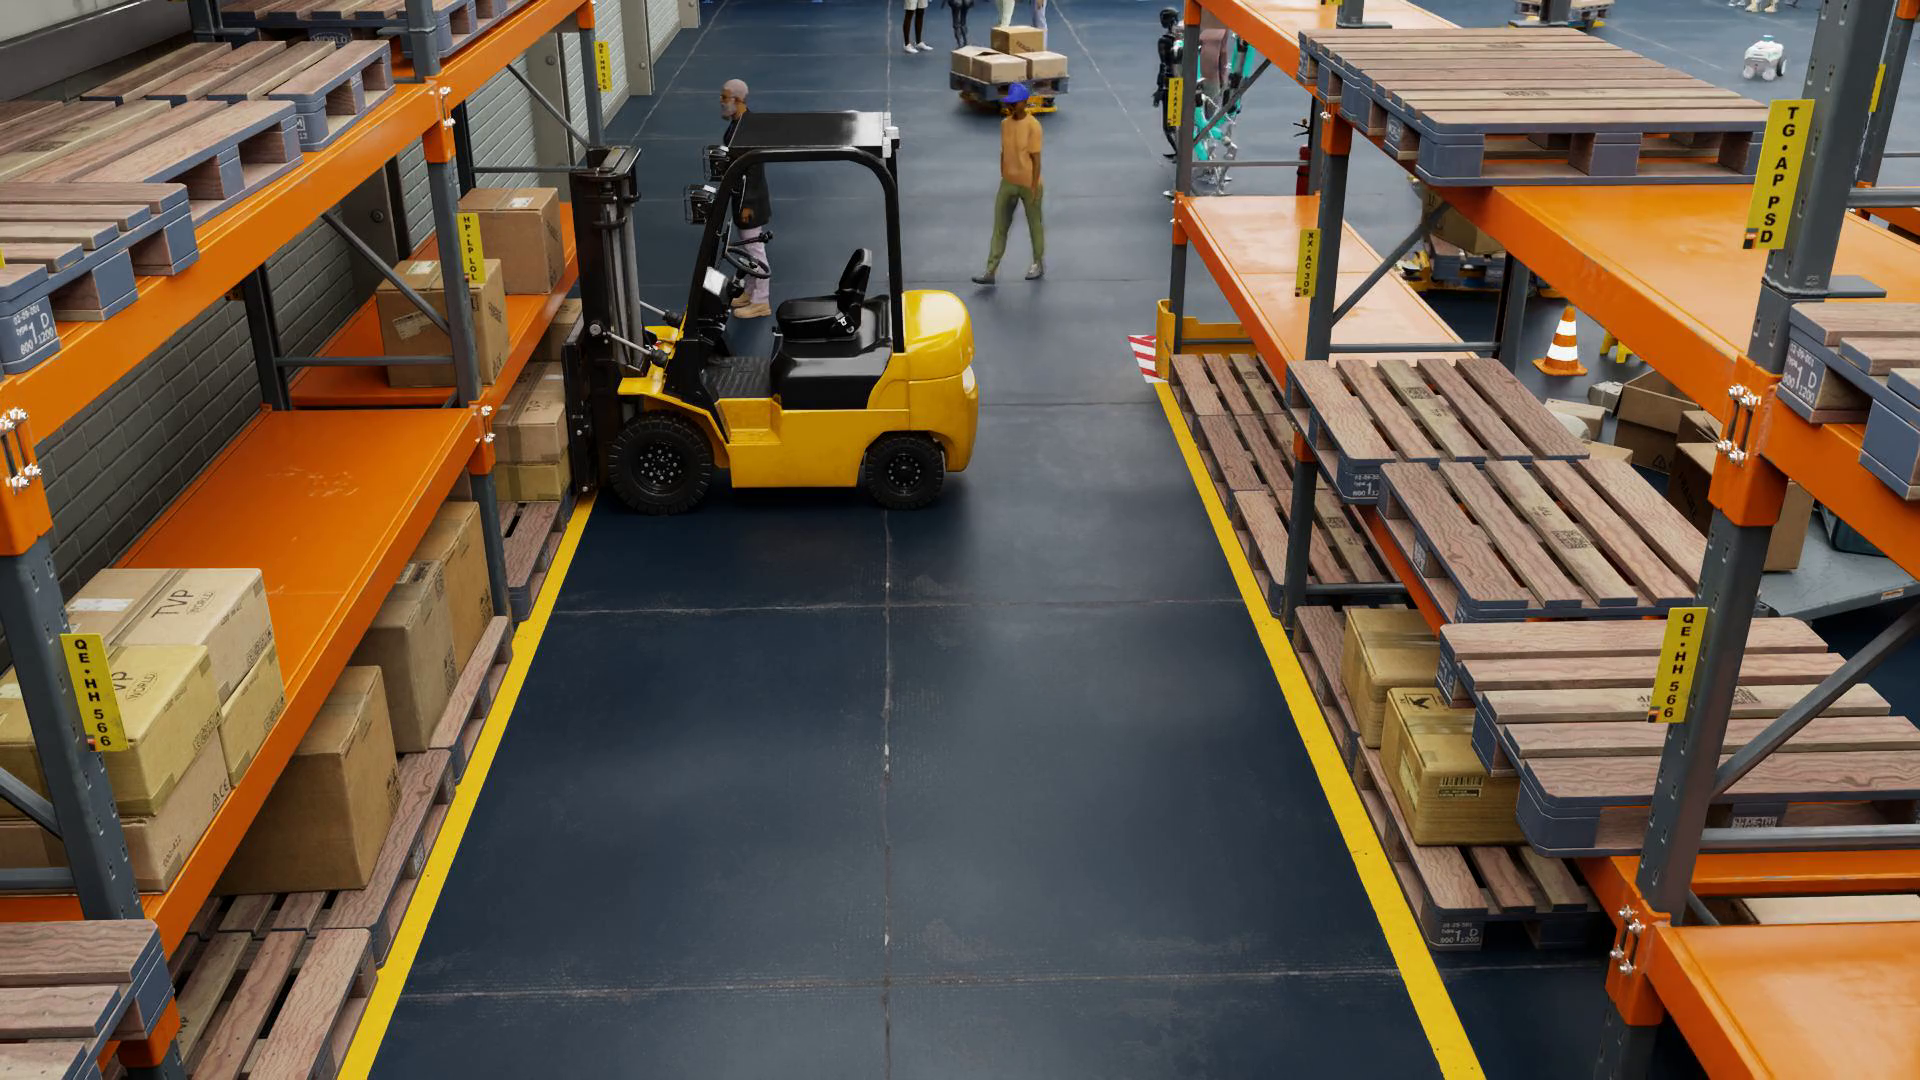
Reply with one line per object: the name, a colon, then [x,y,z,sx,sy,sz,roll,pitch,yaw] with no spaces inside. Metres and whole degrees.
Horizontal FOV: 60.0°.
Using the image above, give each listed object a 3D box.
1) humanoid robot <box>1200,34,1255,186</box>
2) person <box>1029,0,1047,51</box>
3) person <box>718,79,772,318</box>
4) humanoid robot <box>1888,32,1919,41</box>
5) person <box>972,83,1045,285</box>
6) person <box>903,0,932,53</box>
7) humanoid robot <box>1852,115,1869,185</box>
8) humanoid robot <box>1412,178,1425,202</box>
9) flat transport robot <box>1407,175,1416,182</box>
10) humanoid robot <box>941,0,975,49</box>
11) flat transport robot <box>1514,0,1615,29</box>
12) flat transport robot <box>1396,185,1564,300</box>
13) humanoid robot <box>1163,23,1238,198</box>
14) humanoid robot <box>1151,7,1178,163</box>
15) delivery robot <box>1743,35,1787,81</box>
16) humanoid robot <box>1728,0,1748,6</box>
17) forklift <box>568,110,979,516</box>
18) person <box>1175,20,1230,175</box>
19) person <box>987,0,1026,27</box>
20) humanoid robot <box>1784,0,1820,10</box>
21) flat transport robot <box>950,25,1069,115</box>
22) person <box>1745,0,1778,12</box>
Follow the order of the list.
humanoid robot: [2.682,-4.535,17.188,0.681,1.794,0.547,7,26,15]
person: [1.153,-7.916,24.216,0.378,1.847,0.568,-4,26,-9]
person: [-1.690,-2.695,13.152,0.406,1.854,0.545,-6,26,-13]
humanoid robot: [15.057,-8.673,26.043,0.643,1.637,0.601,15,29,28]
person: [0.466,-2.943,13.880,0.469,1.675,0.878,17,30,31]
person: [-0.679,-8.319,25.028,0.369,1.893,0.552,21,32,37]
humanoid robot: [7.581,-3.241,14.560,0.611,1.622,0.764,1,25,2]
humanoid robot: [4.469,-3.686,15.419,0.705,1.815,0.530,8,27,17]
flat transport robot: [5.456,-3.779,17.305,1.431,0.231,0.659,-5,26,-11]
humanoid robot: [-0.026,-8.174,24.962,0.609,1.656,0.371,-20,32,-36]
flat transport robot: [9.890,-8.543,27.396,1.431,0.231,0.659,-16,30,-30]
flat transport robot: [4.448,-2.253,14.075,1.431,0.231,0.659,4,26,9]
humanoid robot: [2.450,-4.200,16.500,0.879,1.771,0.577,15,29,28]
humanoid robot: [2.345,-4.968,18.215,0.416,1.661,0.615,14,29,28]
delivery robot: [11.239,-6.741,23.232,0.523,0.585,0.740,18,31,34]
humanoid robot: [14.075,-10.390,29.590,0.534,1.802,0.613,-13,28,-25]
forklift: [-1.043,-1.379,9.976,2.313,2.155,1.214,-1,25,-2]
person: [2.552,-4.837,17.594,0.628,1.939,0.373,-10,27,-21]
person: [0.736,-8.334,25.264,0.580,1.702,0.885,11,27,22]
humanoid robot: [15.059,-10.167,29.223,0.584,1.620,0.764,-21,33,-38]
flat transport robot: [0.607,-5.659,21.287,0.659,0.231,1.431,-13,28,-25]
person: [14.078,-10.067,28.767,0.852,1.864,0.524,-22,33,-39]
